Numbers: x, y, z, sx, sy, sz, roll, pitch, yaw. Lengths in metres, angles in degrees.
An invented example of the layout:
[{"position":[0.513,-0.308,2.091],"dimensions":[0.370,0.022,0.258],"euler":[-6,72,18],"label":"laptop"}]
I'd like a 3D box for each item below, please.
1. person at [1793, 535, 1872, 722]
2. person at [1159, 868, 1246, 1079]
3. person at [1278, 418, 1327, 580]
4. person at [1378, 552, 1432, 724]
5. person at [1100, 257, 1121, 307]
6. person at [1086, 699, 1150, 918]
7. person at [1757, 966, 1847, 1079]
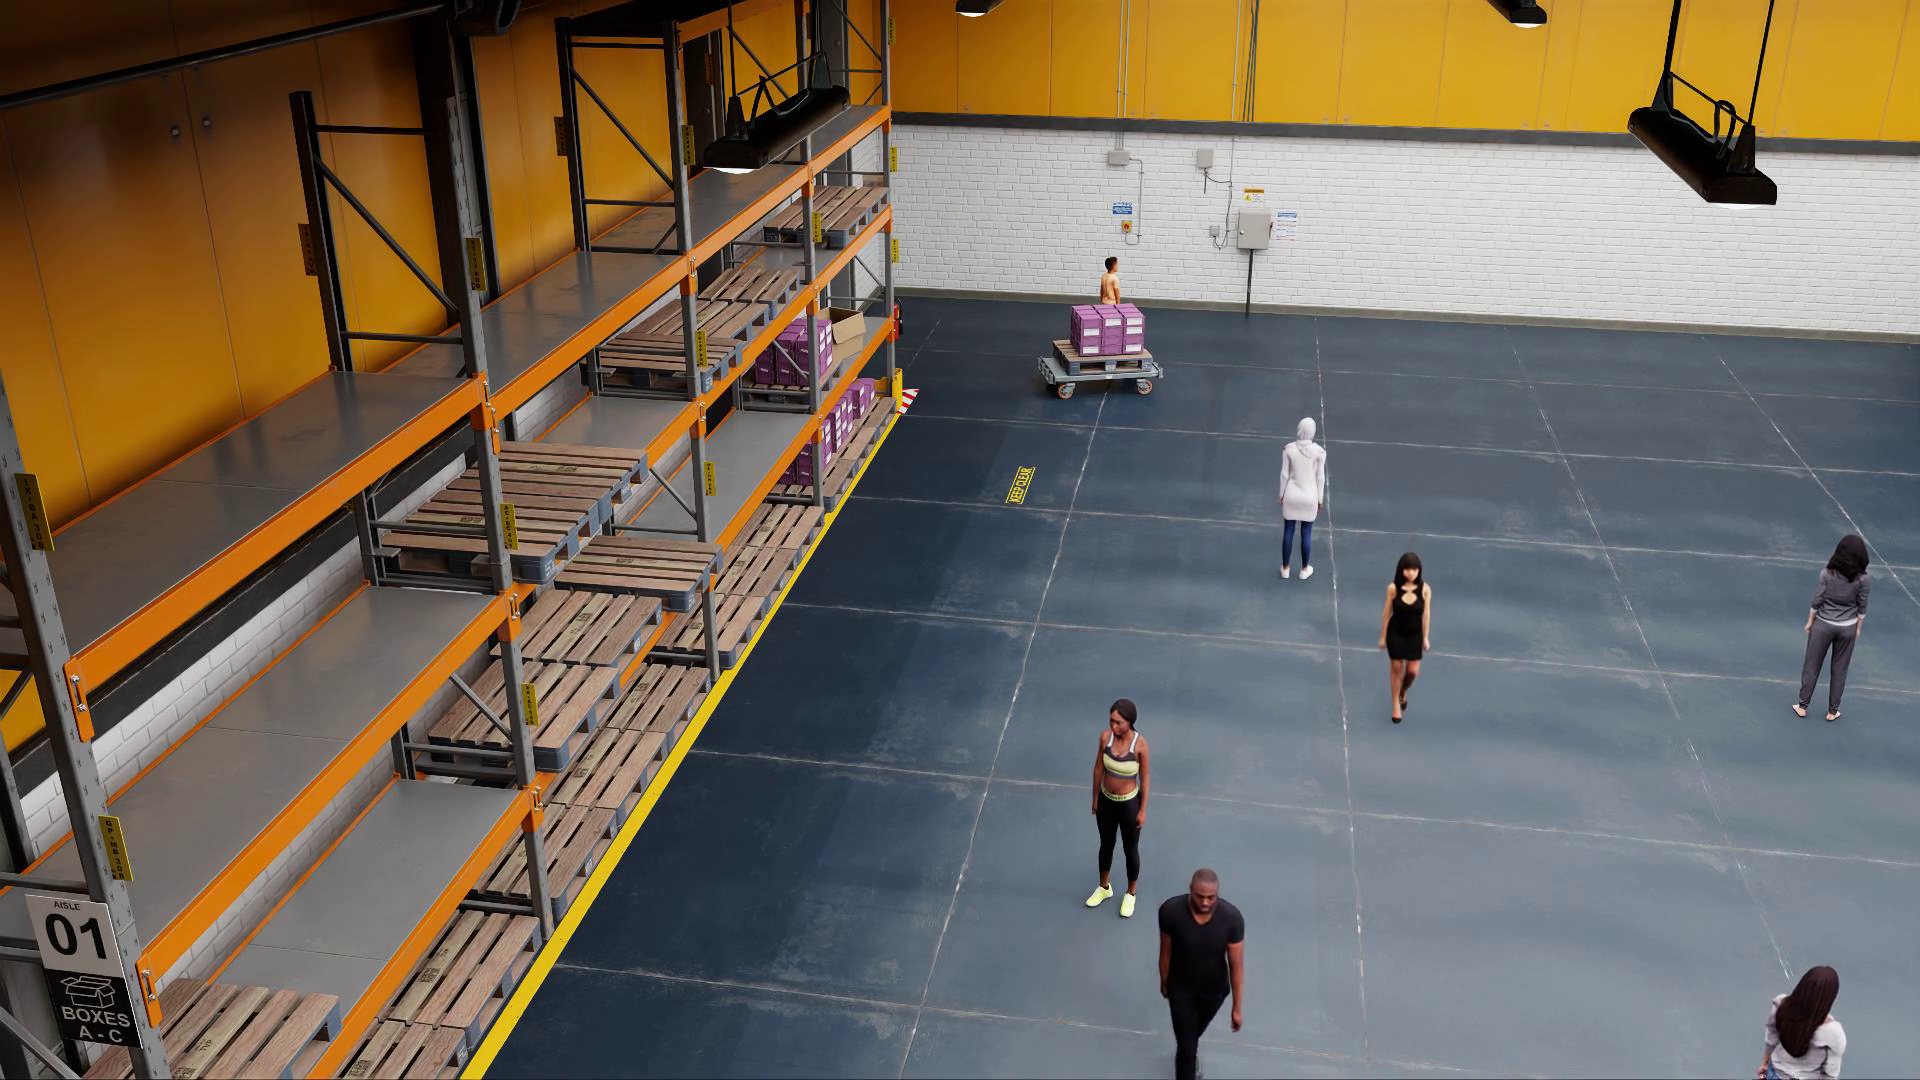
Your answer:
[{"position":[7.772,0.779,14.784],"dimensions":[0.639,1.765,0.585],"euler":[10,25,21],"label":"person"},{"position":[1.478,2.732,10.315],"dimensions":[0.738,1.768,1.223],"euler":[2,24,5],"label":"person"},{"position":[3.593,-0.440,17.562],"dimensions":[0.637,1.775,0.574],"euler":[7,25,16],"label":"person"},{"position":[3.956,0.838,14.810],"dimensions":[0.593,1.637,0.605],"euler":[5,24,10],"label":"person"},{"position":[2.261,-3.545,25.057],"dimensions":[0.653,1.461,0.605],"euler":[-18,29,-35],"label":"person"},{"position":[1.177,1.933,12.160],"dimensions":[0.623,1.754,0.597],"euler":[12,26,25],"label":"person"},{"position":[4.732,3.163,9.520],"dimensions":[0.983,1.614,0.949],"euler":[-13,27,-28],"label":"person"}]
